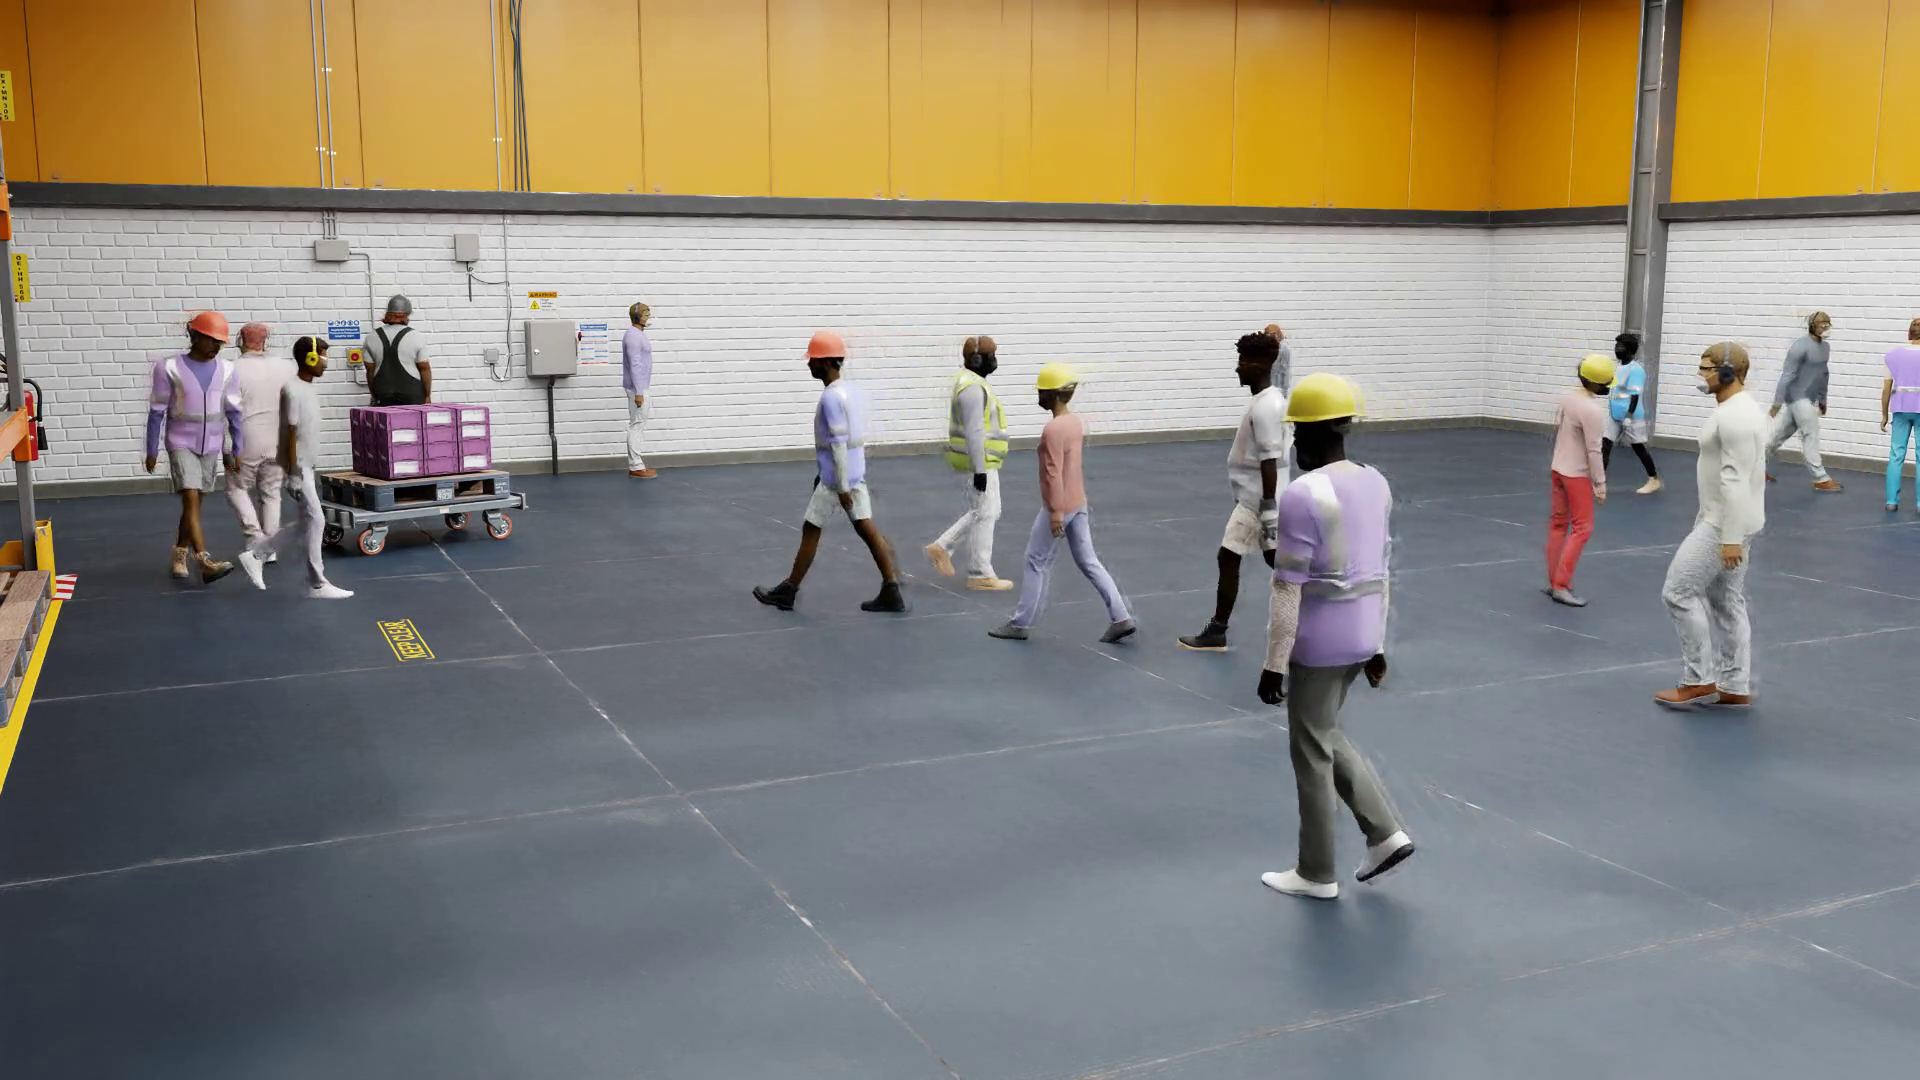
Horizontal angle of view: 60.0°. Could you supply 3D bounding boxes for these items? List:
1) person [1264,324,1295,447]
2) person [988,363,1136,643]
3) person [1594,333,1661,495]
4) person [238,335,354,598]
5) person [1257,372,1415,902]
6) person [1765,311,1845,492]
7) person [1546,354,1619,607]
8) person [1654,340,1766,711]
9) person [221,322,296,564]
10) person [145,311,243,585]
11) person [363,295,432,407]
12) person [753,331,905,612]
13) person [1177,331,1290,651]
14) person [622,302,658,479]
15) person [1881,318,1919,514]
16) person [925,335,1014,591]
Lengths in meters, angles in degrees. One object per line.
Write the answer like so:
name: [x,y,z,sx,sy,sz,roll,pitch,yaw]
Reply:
person: [3.935,-1.884,20.769,0.409,1.626,0.500,-5,11,-30]
person: [0.656,-0.217,10.113,0.906,1.724,0.542,4,10,24]
person: [6.747,-1.264,16.831,0.862,1.654,0.543,-1,9,-8]
person: [-4.643,-0.497,11.532,0.696,1.831,0.583,-1,9,-5]
person: [1.310,0.362,5.941,0.468,1.911,0.590,8,12,41]
person: [8.803,-1.467,17.452,0.683,1.876,1.068,-7,12,-38]
person: [4.237,-0.425,11.438,0.324,1.718,0.646,0,9,-3]
person: [3.837,-0.062,8.548,0.620,1.915,0.653,4,10,25]
person: [-5.447,-0.741,12.873,0.426,1.884,0.654,7,12,37]
person: [-5.533,-0.665,12.121,1.023,1.969,0.673,8,12,40]
person: [-5.793,-1.530,17.277,0.709,2.000,0.584,1,9,6]
person: [-0.839,-0.440,11.033,1.038,1.881,0.559,2,9,13]
person: [1.836,-0.274,9.845,0.966,1.931,0.610,2,9,13]
person: [-3.527,-1.641,18.280,0.354,1.938,0.636,-1,9,-8]
person: [8.951,-1.162,15.618,0.563,1.838,0.391,8,12,42]
person: [0.077,-0.540,11.802,0.553,1.827,0.631,1,9,4]
